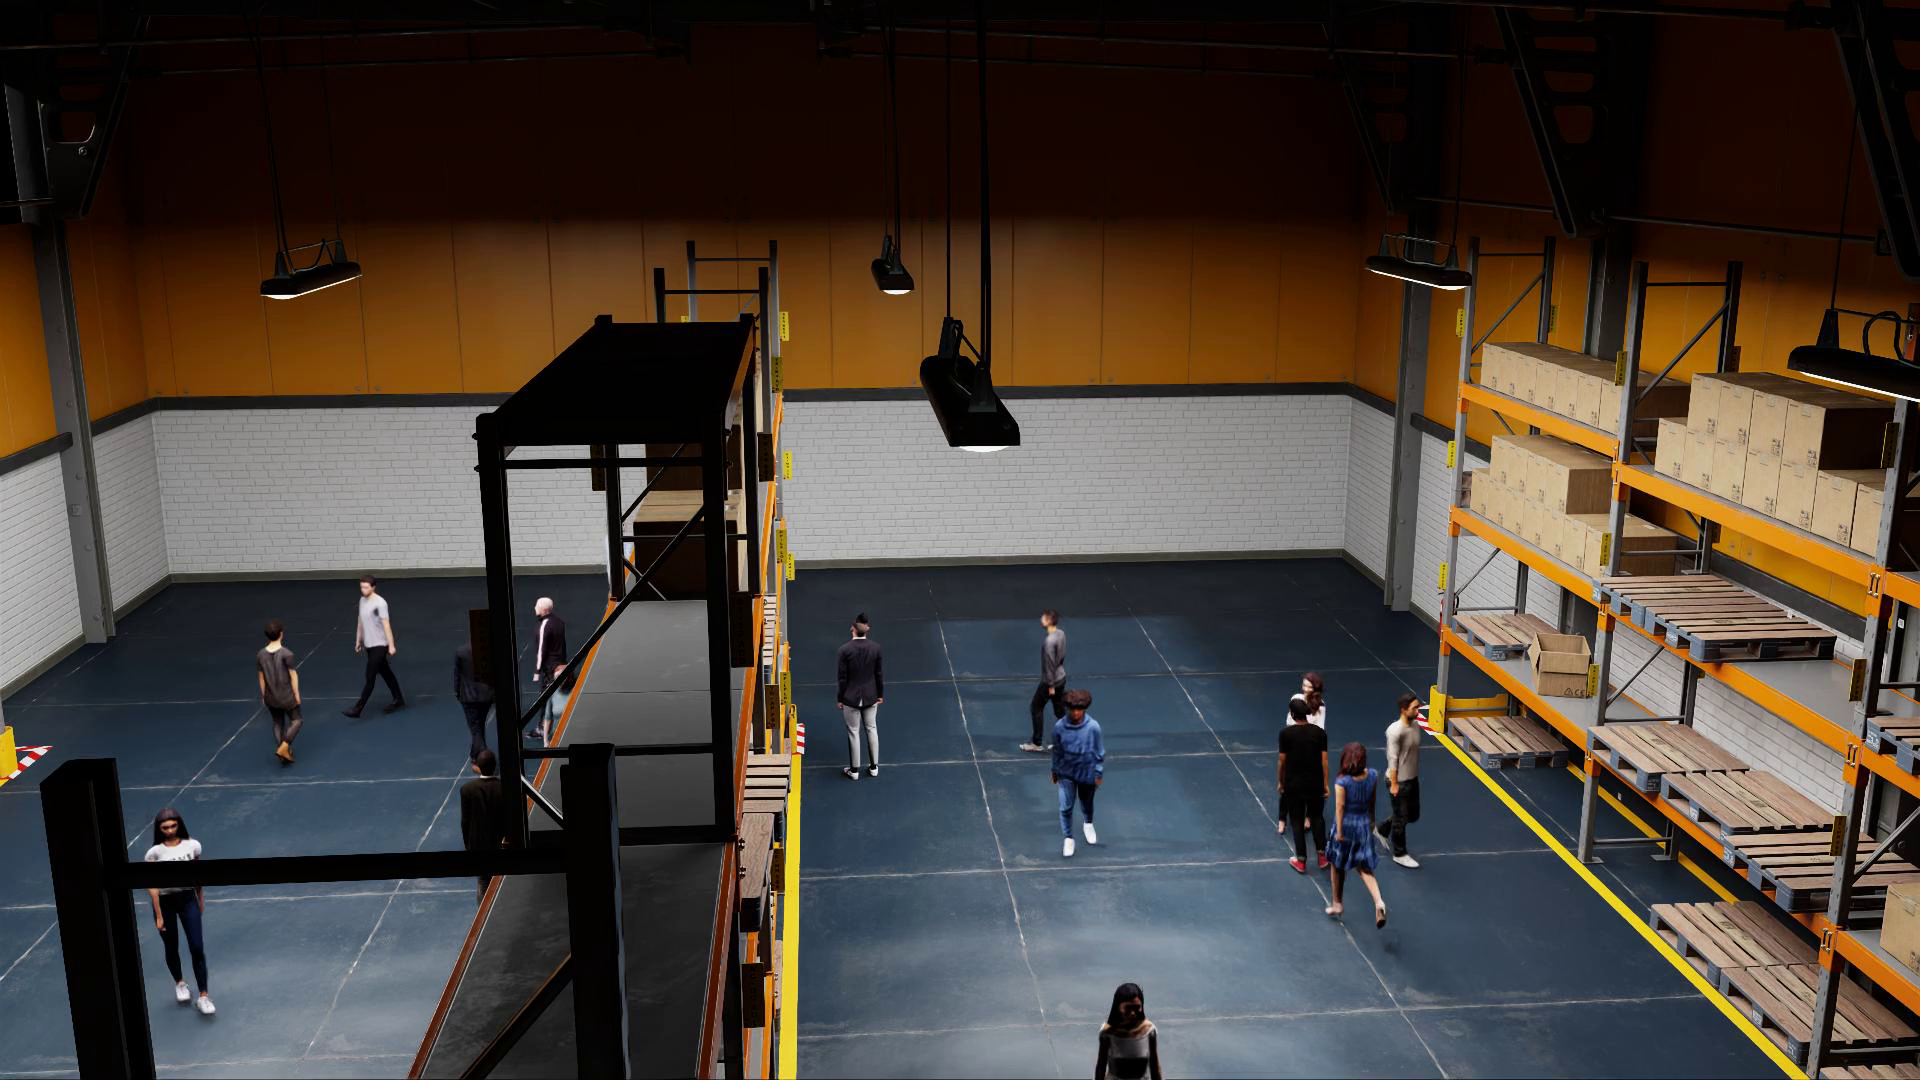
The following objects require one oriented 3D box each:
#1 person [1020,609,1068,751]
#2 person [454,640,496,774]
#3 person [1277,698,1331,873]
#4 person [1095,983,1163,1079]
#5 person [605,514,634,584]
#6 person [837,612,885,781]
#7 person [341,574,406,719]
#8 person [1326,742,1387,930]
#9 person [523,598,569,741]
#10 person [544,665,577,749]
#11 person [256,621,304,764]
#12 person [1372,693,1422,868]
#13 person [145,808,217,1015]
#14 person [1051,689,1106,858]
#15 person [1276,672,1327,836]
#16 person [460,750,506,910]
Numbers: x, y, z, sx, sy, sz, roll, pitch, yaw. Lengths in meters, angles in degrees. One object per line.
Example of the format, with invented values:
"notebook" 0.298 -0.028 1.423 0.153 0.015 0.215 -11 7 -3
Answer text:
"person" 1.177 1.681 19.583 0.915 1.744 0.880 7 16 28
"person" -5.473 1.822 18.974 0.820 1.756 0.979 -7 15 -26
"person" 3.411 2.452 16.446 0.794 1.723 0.680 3 14 12
"person" 1.106 3.748 11.080 0.629 1.728 1.061 -1 14 -6
"person" -4.931 0.569 23.895 0.851 1.877 0.929 6 15 24
"person" -1.128 1.748 18.871 0.773 1.950 0.694 -5 15 -20
"person" -7.251 1.313 20.932 1.181 1.824 1.232 12 18 40
"person" 3.638 2.735 15.148 0.858 1.784 1.109 -6 15 -24
"person" -4.751 1.590 19.843 0.910 1.799 1.196 1 14 6
"person" -4.161 2.150 17.734 0.763 1.704 1.196 2 14 7
"person" -7.877 1.793 19.216 0.705 1.701 0.780 2 14 7
"person" 4.342 2.371 16.621 0.898 1.797 0.969 -13 18 -42
"person" -6.576 3.058 13.894 0.871 1.746 1.023 -9 16 -34
"person" 1.203 2.329 16.870 0.855 1.762 1.018 3 14 10
"person" 3.644 2.217 17.323 0.865 1.766 0.927 12 18 40
"person" -4.229 2.754 15.034 0.664 1.799 0.539 -2 14 -8
